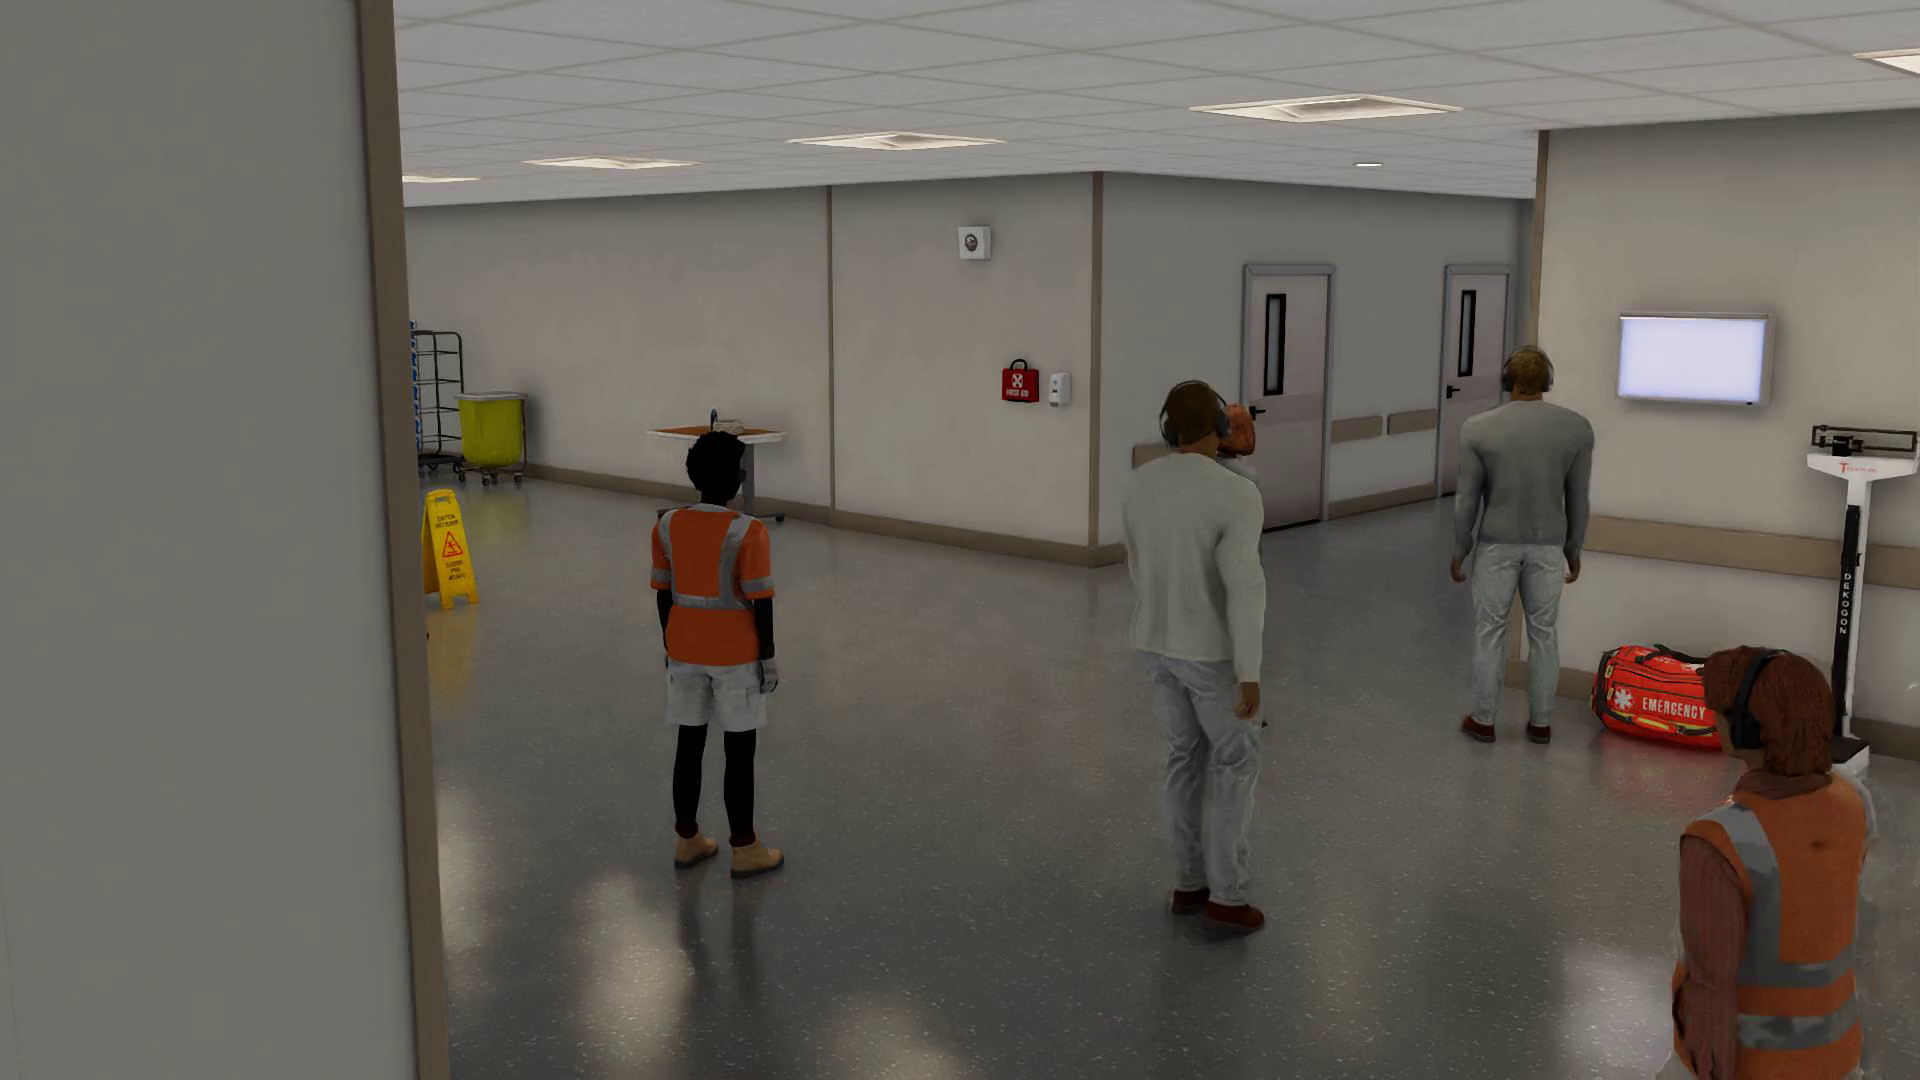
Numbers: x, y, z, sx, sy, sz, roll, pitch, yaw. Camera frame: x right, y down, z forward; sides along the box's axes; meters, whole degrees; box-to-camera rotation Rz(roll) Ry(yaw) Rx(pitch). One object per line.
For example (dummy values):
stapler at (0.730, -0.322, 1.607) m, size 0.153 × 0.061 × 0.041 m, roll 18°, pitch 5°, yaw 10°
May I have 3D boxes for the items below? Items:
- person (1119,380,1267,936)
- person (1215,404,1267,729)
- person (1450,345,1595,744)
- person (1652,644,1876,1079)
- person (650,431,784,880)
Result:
person at (0.858, 0.401, 5.846) m, size 0.484 × 1.913 × 0.670 m, roll -7°, pitch 12°, yaw -37°
person at (1.341, 0.135, 8.329) m, size 0.279 × 1.633 × 0.504 m, roll -5°, pitch 10°, yaw -27°
person at (2.714, 0.029, 8.054) m, size 0.637 × 1.933 × 0.362 m, roll 2°, pitch 9°, yaw 9°
person at (1.570, 0.993, 3.181) m, size 0.506 × 1.596 × 0.876 m, roll -4°, pitch 10°, yaw -23°
person at (-0.916, 0.432, 6.306) m, size 0.540 × 1.697 × 0.317 m, roll 5°, pitch 10°, yaw 27°
